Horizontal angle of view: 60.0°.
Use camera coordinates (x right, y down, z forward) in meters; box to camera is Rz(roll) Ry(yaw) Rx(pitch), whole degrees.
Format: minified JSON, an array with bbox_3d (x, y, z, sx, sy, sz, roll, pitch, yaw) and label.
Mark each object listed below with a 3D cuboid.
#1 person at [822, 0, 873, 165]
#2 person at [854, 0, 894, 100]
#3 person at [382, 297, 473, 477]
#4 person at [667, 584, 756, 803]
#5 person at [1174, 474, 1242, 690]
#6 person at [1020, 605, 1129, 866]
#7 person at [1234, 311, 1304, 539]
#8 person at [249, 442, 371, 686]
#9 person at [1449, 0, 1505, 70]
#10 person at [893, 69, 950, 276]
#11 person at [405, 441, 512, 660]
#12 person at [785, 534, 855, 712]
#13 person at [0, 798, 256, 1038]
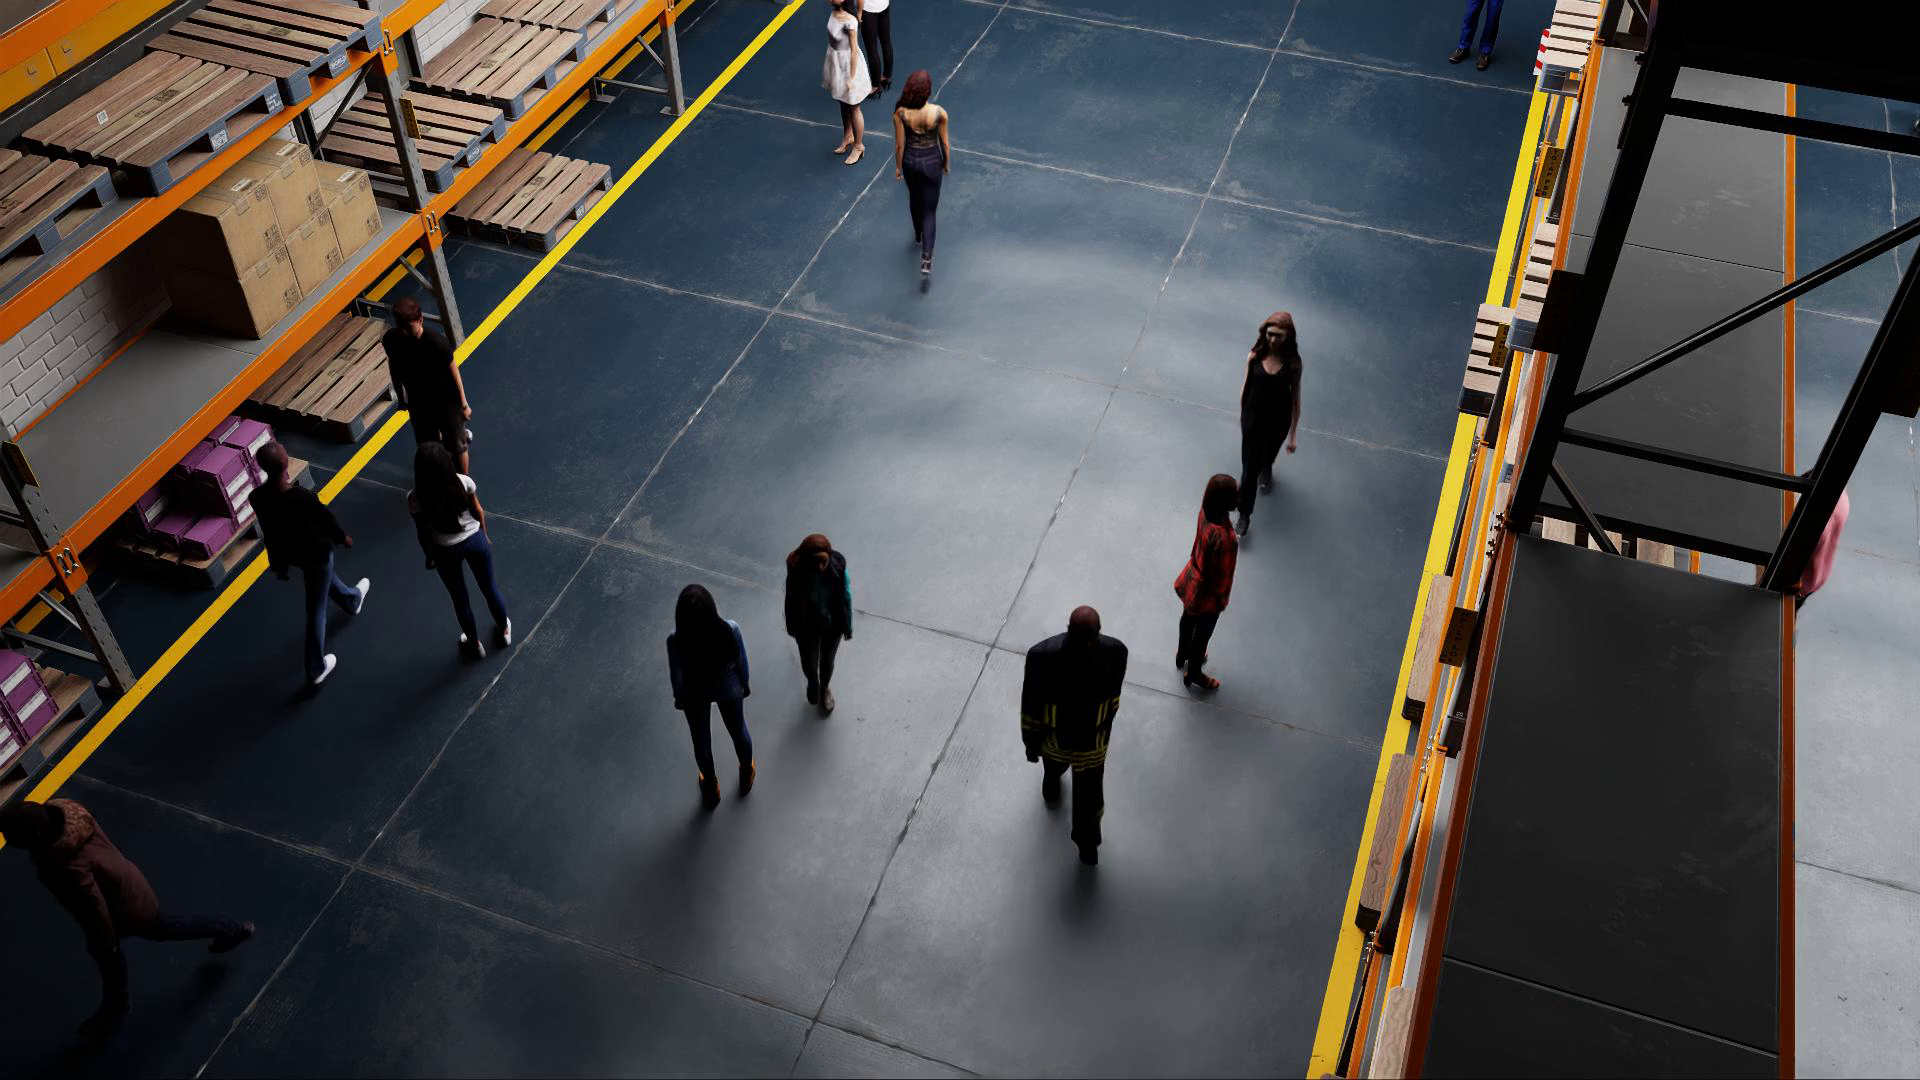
[{"bbox_3d":[-1.044,-4.288,15.225,0.836,1.774,0.774,-17,46,-17],"label":"person"},{"bbox_3d":[-0.833,-5.151,16.116,0.713,1.794,0.534,23,48,22],"label":"person"},{"bbox_3d":[-3.692,-1.043,11.770,0.819,1.841,0.983,9,44,9],"label":"person"},{"bbox_3d":[-1.465,0.901,9.823,0.690,1.712,0.721,-12,45,-13],"label":"person"},{"bbox_3d":[1.566,0.257,10.508,0.755,1.699,0.642,-5,44,-5],"label":"person"},{"bbox_3d":[0.630,0.956,9.718,1.019,1.777,1.260,0,44,0],"label":"person"},{"bbox_3d":[2.207,-0.924,11.746,0.665,1.703,1.147,11,45,11],"label":"person"},{"bbox_3d":[-4.180,0.175,10.594,0.724,1.699,1.205,7,44,7],"label":"person"},{"bbox_3d":[5.310,-5.657,16.579,0.724,1.888,0.687,23,48,22],"label":"person"},{"bbox_3d":[-0.313,-3.041,13.947,0.859,1.732,1.242,2,44,2],"label":"person"},{"bbox_3d":[-3.200,0.066,10.654,0.649,1.774,0.725,-21,48,-21],"label":"person"},{"bbox_3d":[-0.901,0.469,10.438,0.690,1.490,0.735,-10,44,-10],"label":"person"},{"bbox_3d":[-4.375,1.843,8.788,1.367,1.775,1.136,-29,51,-27],"label":"person"}]
